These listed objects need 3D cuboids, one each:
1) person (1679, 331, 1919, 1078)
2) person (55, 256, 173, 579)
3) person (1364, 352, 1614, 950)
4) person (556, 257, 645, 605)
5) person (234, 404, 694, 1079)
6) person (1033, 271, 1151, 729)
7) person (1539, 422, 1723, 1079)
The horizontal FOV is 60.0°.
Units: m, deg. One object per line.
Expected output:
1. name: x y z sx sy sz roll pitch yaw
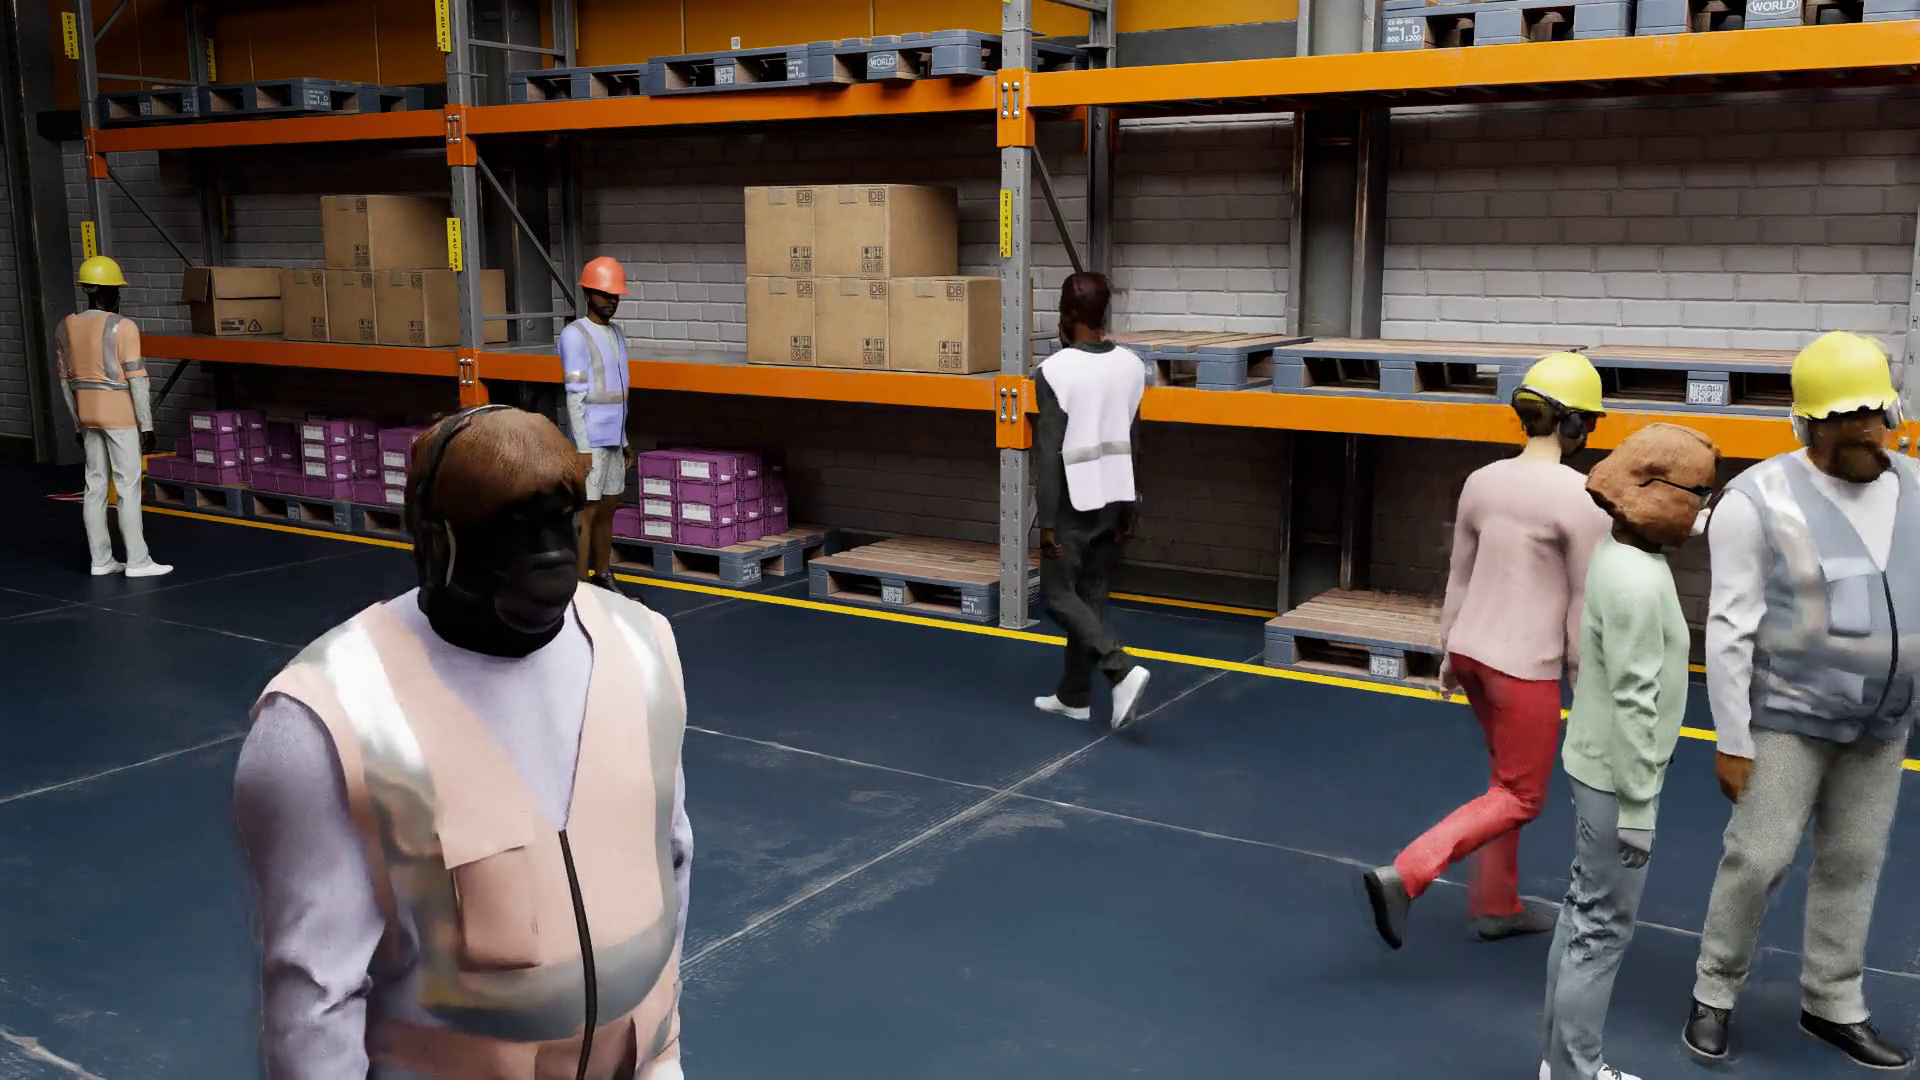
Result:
1. person: 2.088 0.413 4.011 0.646 1.808 0.426 -2 10 -10
2. person: -5.072 -0.721 9.940 0.588 1.927 0.365 3 11 15
3. person: 1.465 0.340 4.621 0.692 1.723 0.510 -4 11 -21
4. person: -1.923 -0.550 8.982 0.376 1.933 0.544 3 11 17
5. person: -0.517 0.745 2.119 0.651 1.811 0.850 -9 13 -39
6. person: 0.553 -0.145 6.830 0.595 1.901 0.667 -9 13 -40
7. person: 1.498 0.547 3.726 0.285 1.632 0.507 3 11 17
